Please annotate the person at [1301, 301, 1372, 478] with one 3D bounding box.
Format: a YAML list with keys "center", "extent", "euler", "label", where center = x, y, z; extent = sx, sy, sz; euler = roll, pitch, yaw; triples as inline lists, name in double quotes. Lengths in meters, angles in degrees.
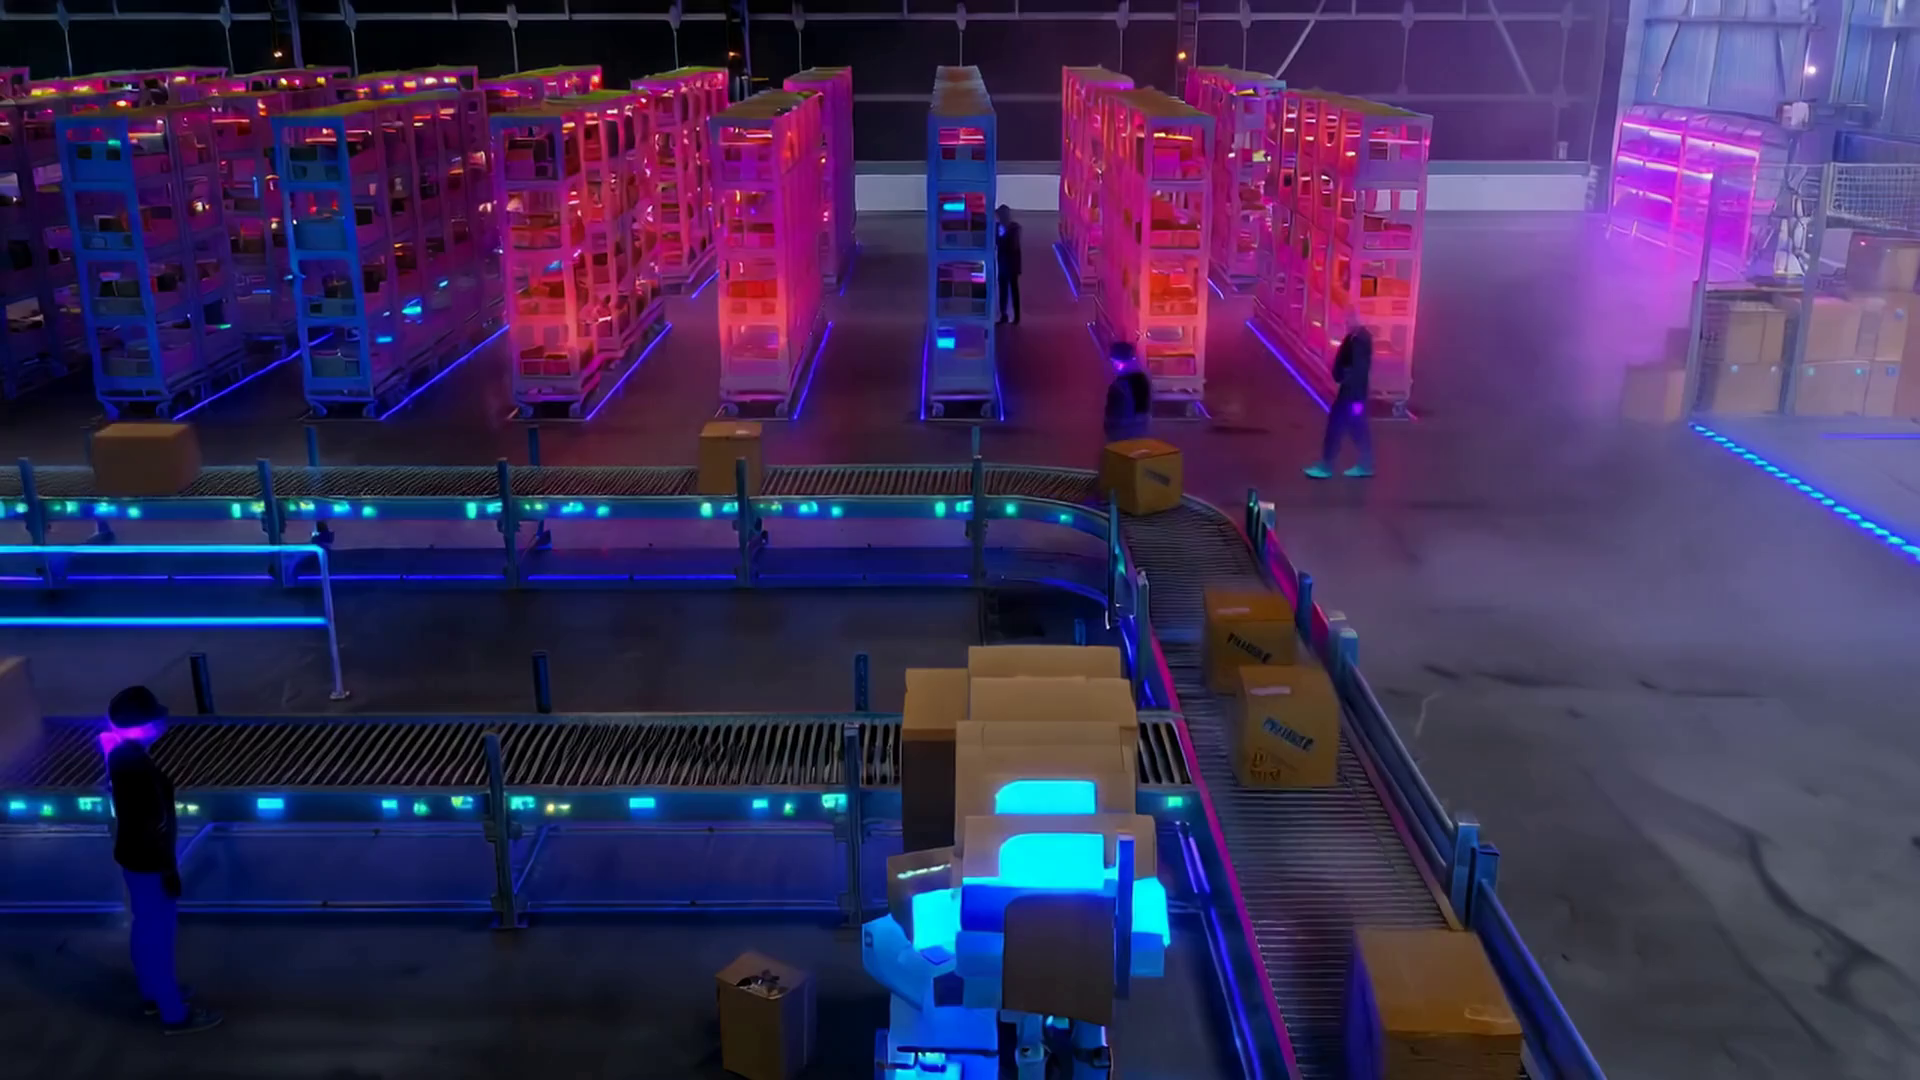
- center: [3.980, -1.570, 17.430]
  extent: [0.844, 1.873, 0.664]
  euler: [4, 18, 12]
  label: "person"

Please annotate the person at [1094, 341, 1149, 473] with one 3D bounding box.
- center: [1.491, -0.993, 15.762]
  extent: [0.640, 1.811, 0.612]
  euler: [14, 23, 36]
  label: "person"

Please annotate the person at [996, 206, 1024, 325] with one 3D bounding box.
- center: [0.728, -4.276, 25.855]
  extent: [0.571, 1.831, 0.409]
  euler: [11, 21, 31]
  label: "person"

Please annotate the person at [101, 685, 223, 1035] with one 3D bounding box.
- center: [-3.896, 1.536, 8.049]
  extent: [0.327, 1.769, 0.525]
  euler: [-15, 23, -38]
  label: "person"
